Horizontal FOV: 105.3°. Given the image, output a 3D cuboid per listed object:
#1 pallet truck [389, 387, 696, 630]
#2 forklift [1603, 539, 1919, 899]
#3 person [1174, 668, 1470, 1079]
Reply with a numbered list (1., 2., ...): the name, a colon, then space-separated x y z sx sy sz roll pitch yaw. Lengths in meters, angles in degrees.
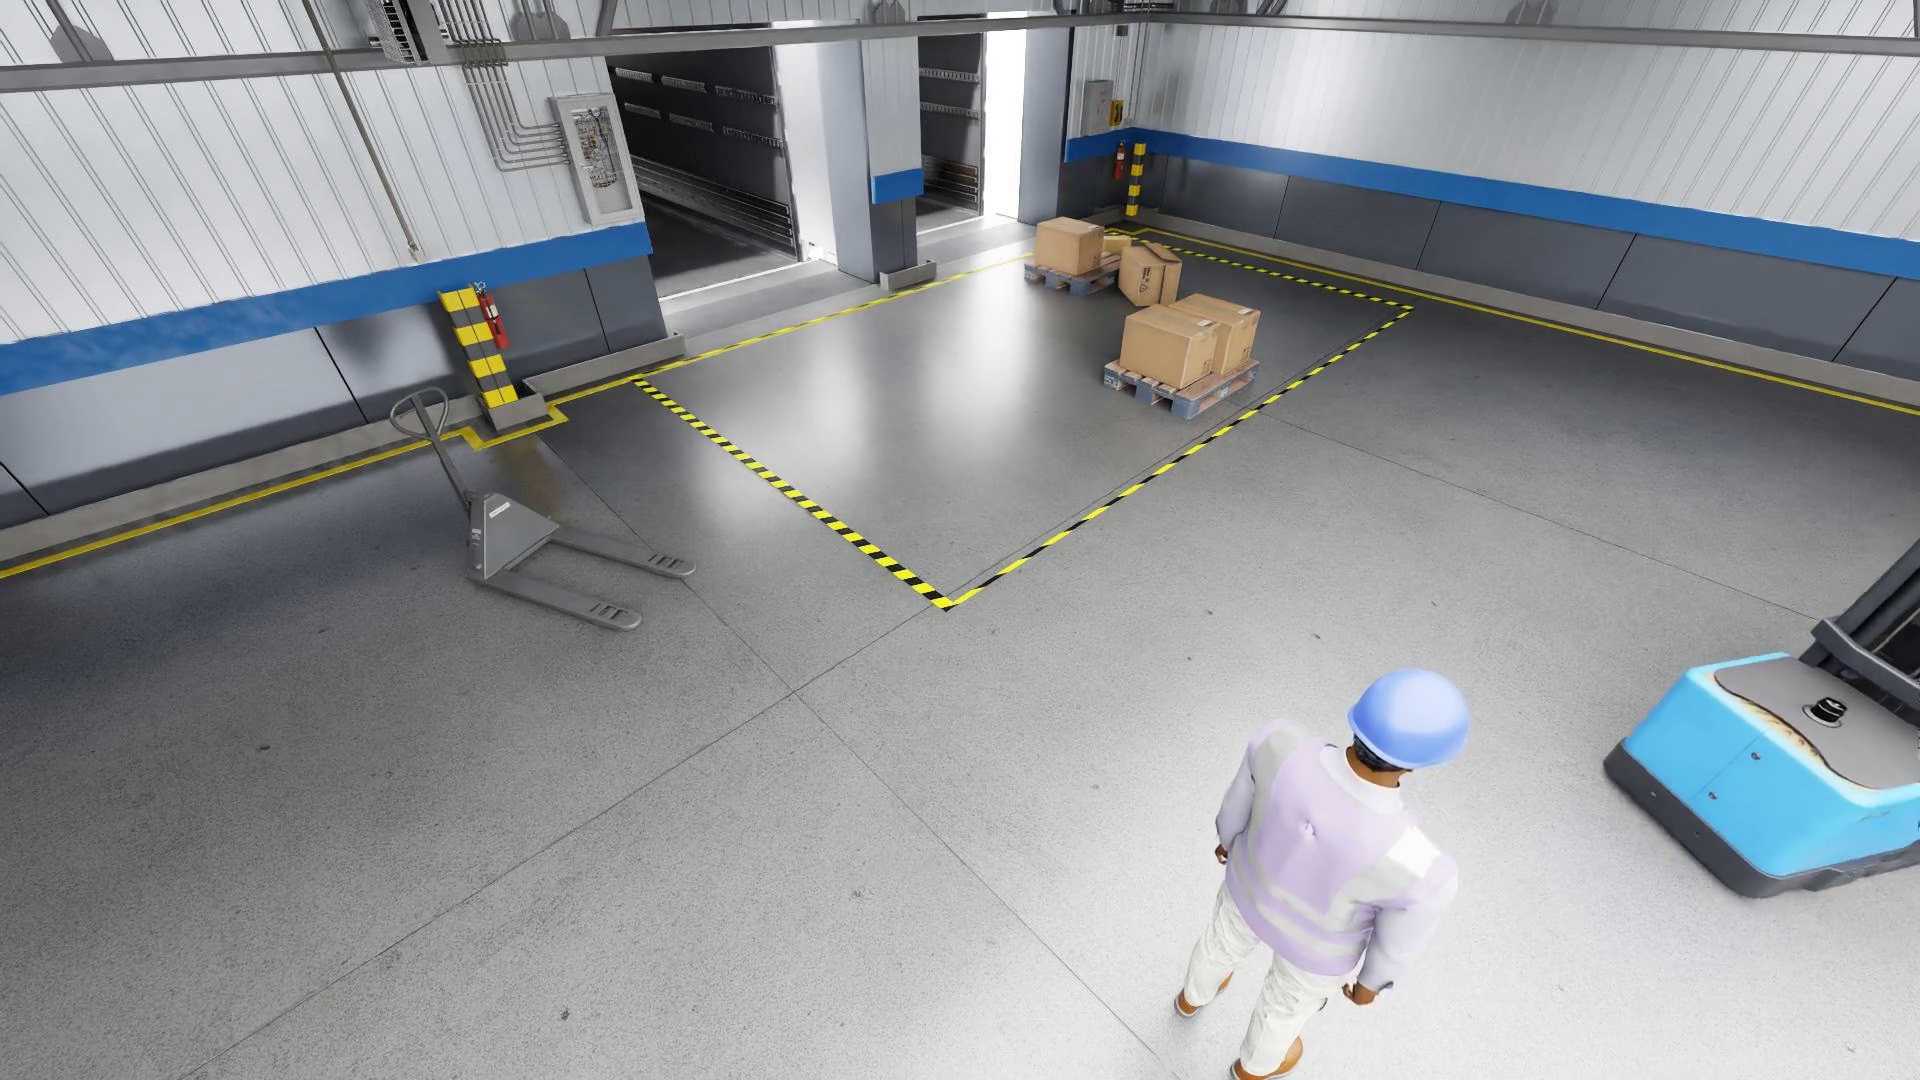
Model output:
1. pallet truck: -2.613 -0.247 4.593 1.601 1.201 0.680 14 40 17
2. forklift: 3.747 0.531 2.931 0.776 2.013 0.716 -7 38 -9
3. person: 1.048 1.106 2.262 0.402 1.945 0.614 -21 42 -25
